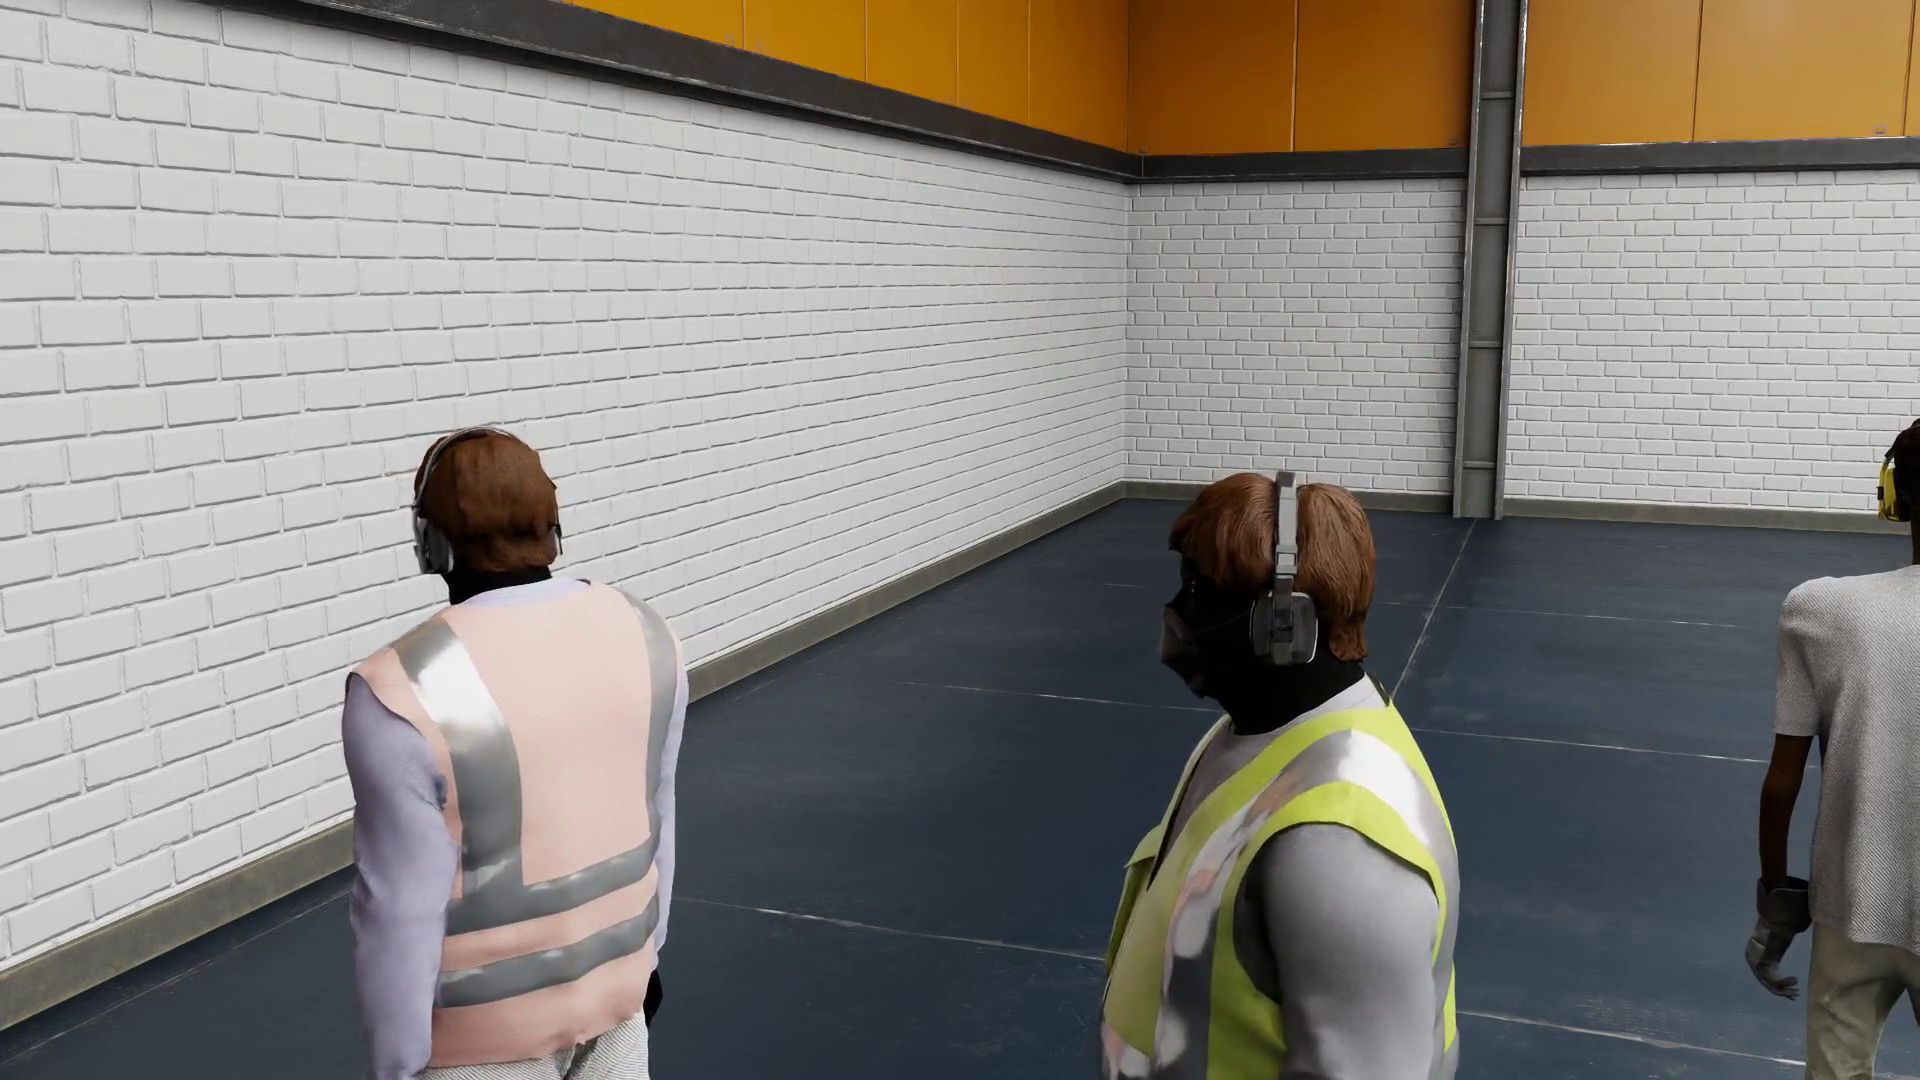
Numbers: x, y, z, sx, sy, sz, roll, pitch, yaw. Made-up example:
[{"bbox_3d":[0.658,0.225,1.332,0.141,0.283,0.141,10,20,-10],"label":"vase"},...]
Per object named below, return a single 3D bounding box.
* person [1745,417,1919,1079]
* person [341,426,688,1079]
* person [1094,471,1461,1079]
[{"bbox_3d":[1.647,0.688,2.875,0.532,1.868,0.310,8,12,42],"label":"person"},{"bbox_3d":[-0.709,0.738,2.655,0.430,1.840,0.626,6,11,34],"label":"person"},{"bbox_3d":[0.380,0.831,2.065,0.430,1.844,0.624,1,9,4],"label":"person"}]
